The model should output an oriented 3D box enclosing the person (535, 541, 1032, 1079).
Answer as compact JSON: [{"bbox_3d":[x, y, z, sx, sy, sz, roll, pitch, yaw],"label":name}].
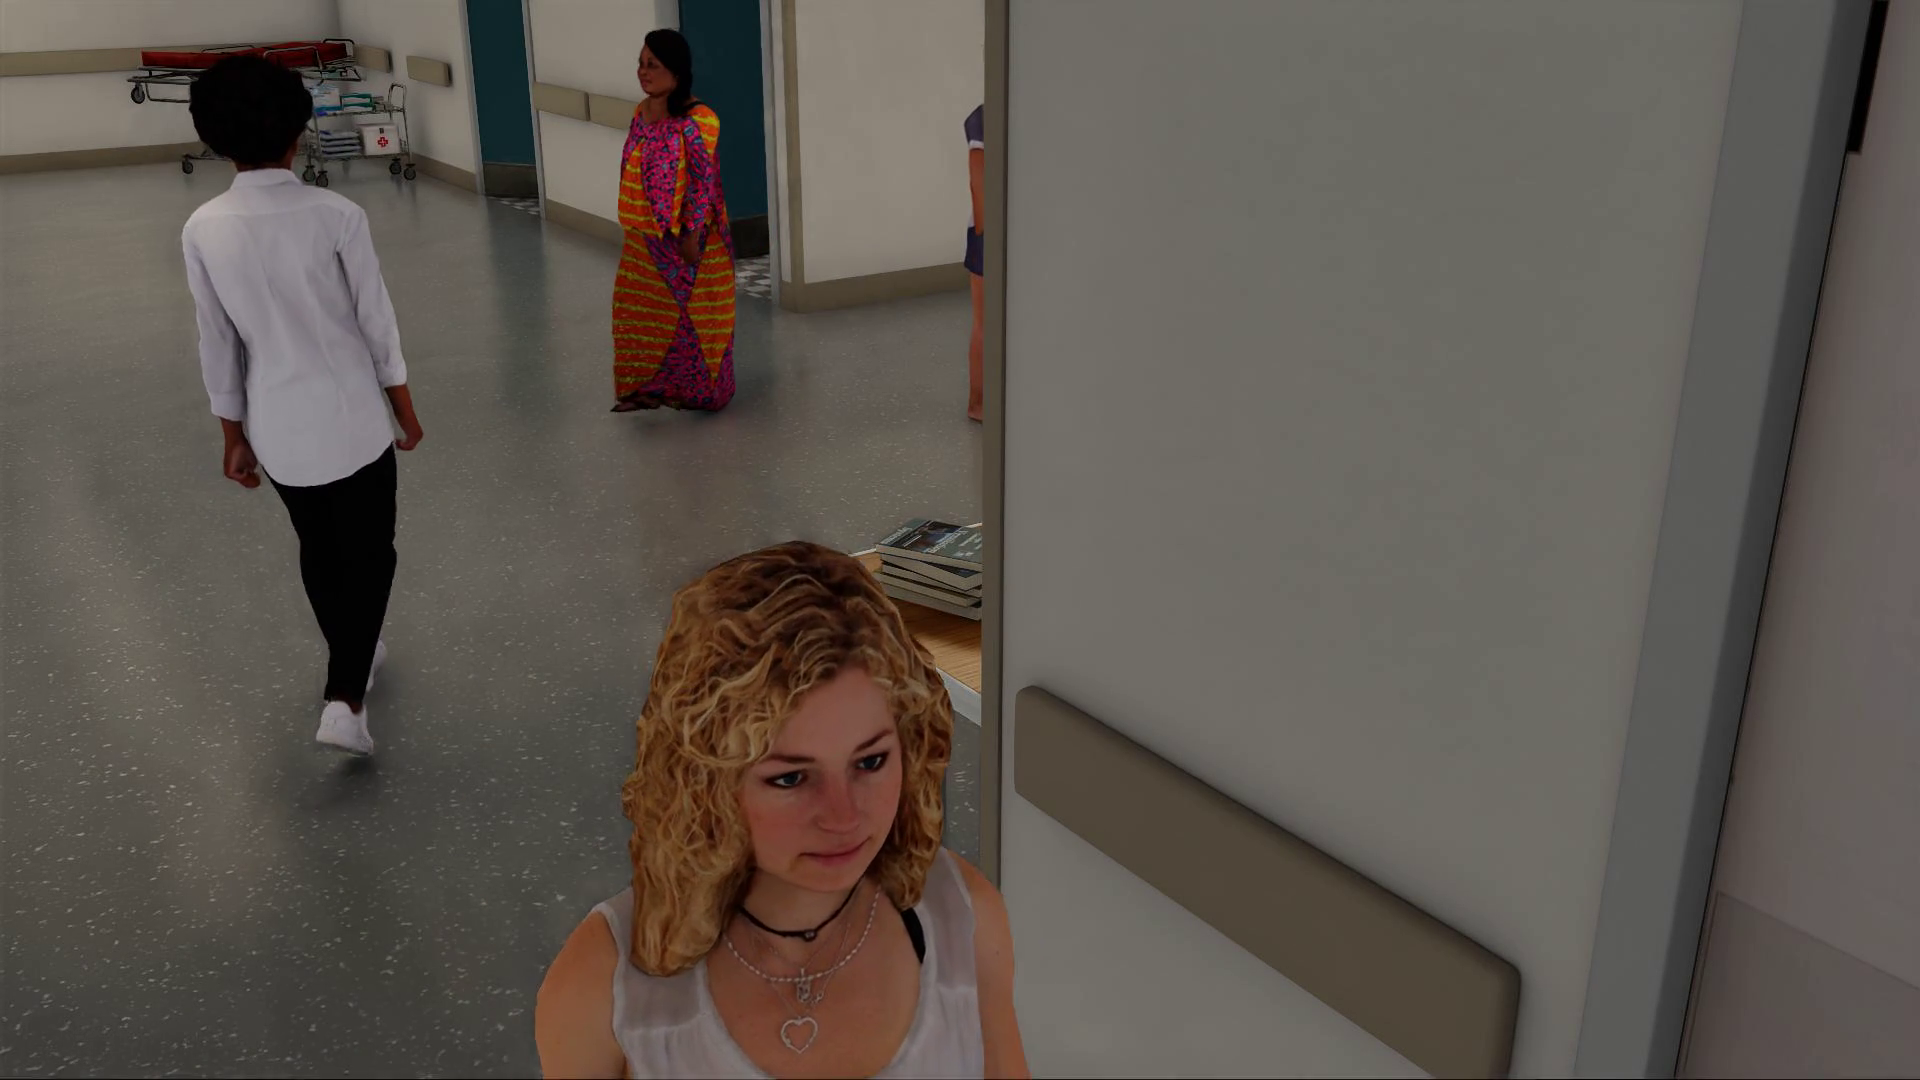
[{"bbox_3d":[-0.185,0.765,1.665,0.698,1.640,0.984,-11,23,-26],"label":"person"}]

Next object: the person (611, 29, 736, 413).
[{"bbox_3d":[-1.190,-1.374,7.275,0.883,1.651,0.854,14,25,33],"label":"person"}]

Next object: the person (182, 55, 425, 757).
[{"bbox_3d":[-1.650,-0.295,4.263,1.018,1.780,1.173,0,21,-1],"label":"person"}]
